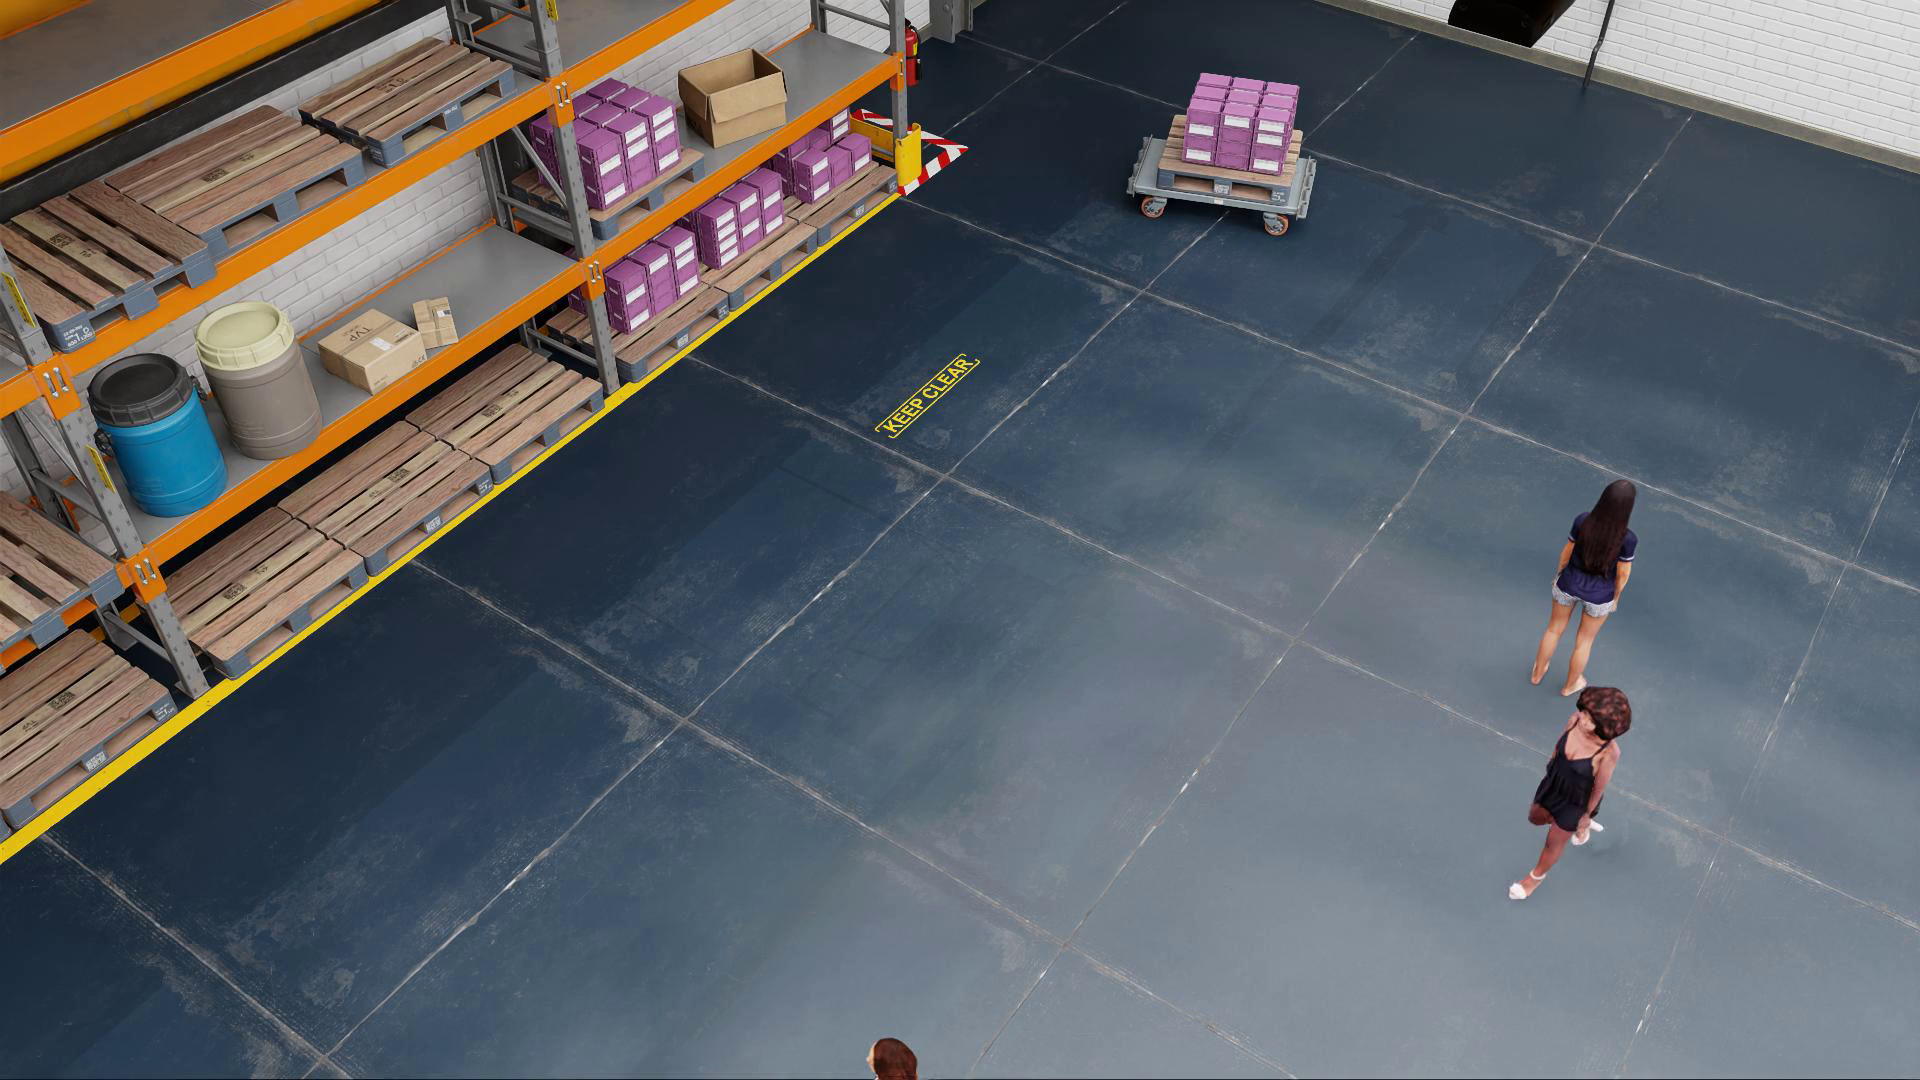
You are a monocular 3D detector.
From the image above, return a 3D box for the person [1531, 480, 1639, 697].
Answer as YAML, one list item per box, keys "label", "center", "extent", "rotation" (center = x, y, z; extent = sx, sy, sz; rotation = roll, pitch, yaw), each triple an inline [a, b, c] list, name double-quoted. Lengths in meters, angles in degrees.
- label: "person"
  center: [4.026, 0.319, 10.714]
  extent: [0.576, 1.765, 0.511]
  rotation: [27, 50, 25]

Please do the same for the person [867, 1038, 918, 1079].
- label: "person"
  center: [-0.282, 2.893, 8.222]
  extent: [0.731, 1.475, 0.643]
  rotation: [6, 44, 6]

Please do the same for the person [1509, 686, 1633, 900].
- label: "person"
  center: [3.561, 1.433, 9.536]
  extent: [0.959, 1.778, 0.819]
  rotation: [-17, 46, -17]
